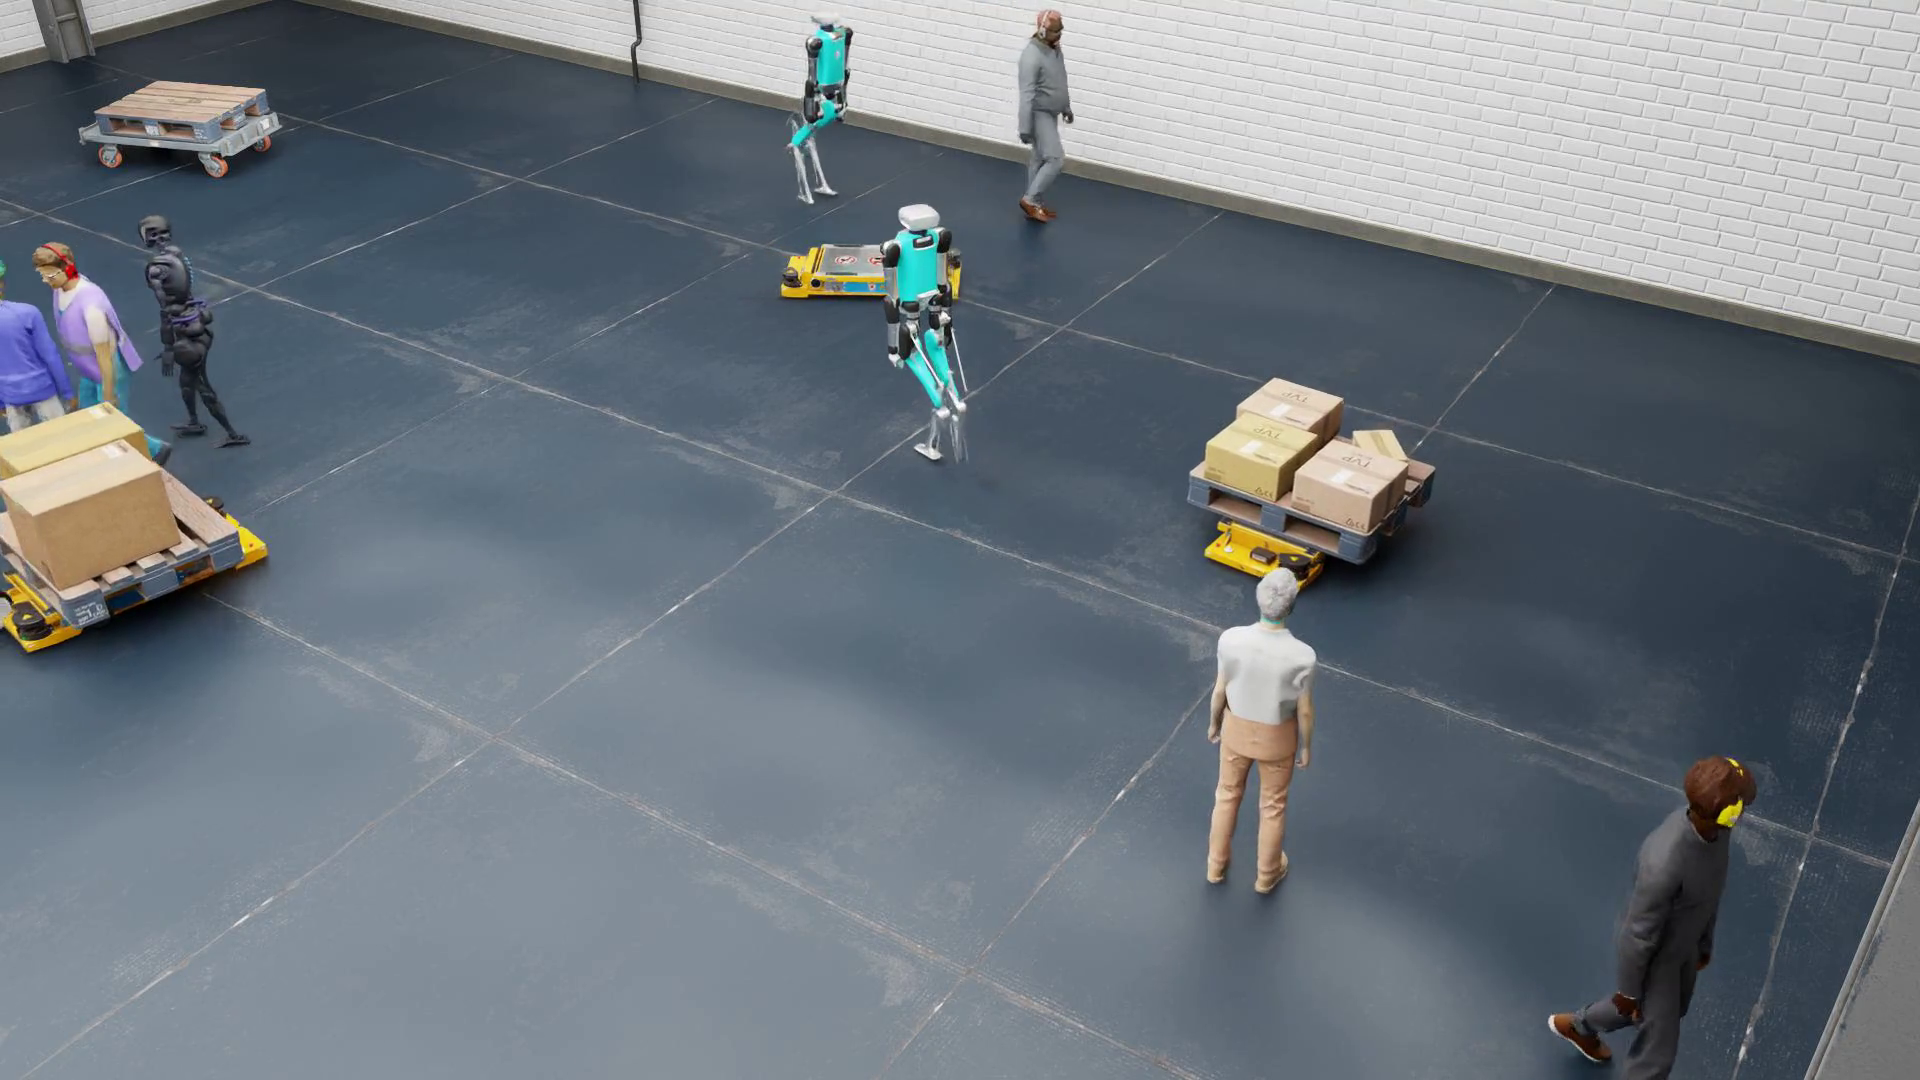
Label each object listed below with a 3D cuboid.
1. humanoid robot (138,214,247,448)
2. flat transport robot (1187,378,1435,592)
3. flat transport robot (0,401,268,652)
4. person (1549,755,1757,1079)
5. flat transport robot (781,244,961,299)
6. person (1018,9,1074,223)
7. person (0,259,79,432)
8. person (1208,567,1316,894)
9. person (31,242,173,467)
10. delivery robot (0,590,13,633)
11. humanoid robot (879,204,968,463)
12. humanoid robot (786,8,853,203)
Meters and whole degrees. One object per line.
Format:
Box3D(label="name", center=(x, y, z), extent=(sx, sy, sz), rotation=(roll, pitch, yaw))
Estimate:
Box3D(label="humanoid robot", center=(-5.216, -1.368, 11.090), extent=(0.523, 1.649, 0.586), rotation=(-4, 33, -6))
Box3D(label="flat transport robot", center=(2.192, -0.158, 10.502), extent=(0.659, 0.231, 1.431), rotation=(22, 39, 31))
Box3D(label="flat transport robot", center=(-4.993, 0.182, 9.973), extent=(0.659, 0.231, 1.431), rotation=(28, 42, 36))
Box3D(label="person", center=(2.667, 1.571, 6.343), extent=(0.530, 1.849, 0.649), rotation=(-26, 41, -34))
Box3D(label="flat transport robot", center=(-0.717, -2.197, 13.674), extent=(1.431, 0.231, 0.659), rotation=(1, 33, 2))
Box3D(label="person", center=(0.759, -3.678, 14.491), extent=(0.457, 1.888, 0.660), rotation=(9, 34, 14))
Box3D(label="person", center=(-5.691, -0.900, 10.181), extent=(0.470, 1.873, 0.352), rotation=(-8, 34, -12))
Box3D(label="person", center=(1.359, 0.872, 7.533), extent=(0.478, 1.747, 0.322), rotation=(12, 35, 18))
Box3D(label="person", center=(-5.378, -1.040, 10.441), extent=(0.606, 1.818, 0.452), rotation=(28, 42, 36))
Box3D(label="delivery robot", center=(-5.838, 0.387, 9.381), extent=(0.499, 0.586, 0.773), rotation=(11, 34, 17))
Box3D(label="humanoid robot", center=(-0.136, -1.203, 10.874), extent=(0.543, 1.902, 0.719), rotation=(-24, 40, -33))
Box3D(label="humanoid robot", center=(-1.320, -3.926, 14.971), extent=(0.700, 1.755, 0.531), rotation=(23, 39, 31))
